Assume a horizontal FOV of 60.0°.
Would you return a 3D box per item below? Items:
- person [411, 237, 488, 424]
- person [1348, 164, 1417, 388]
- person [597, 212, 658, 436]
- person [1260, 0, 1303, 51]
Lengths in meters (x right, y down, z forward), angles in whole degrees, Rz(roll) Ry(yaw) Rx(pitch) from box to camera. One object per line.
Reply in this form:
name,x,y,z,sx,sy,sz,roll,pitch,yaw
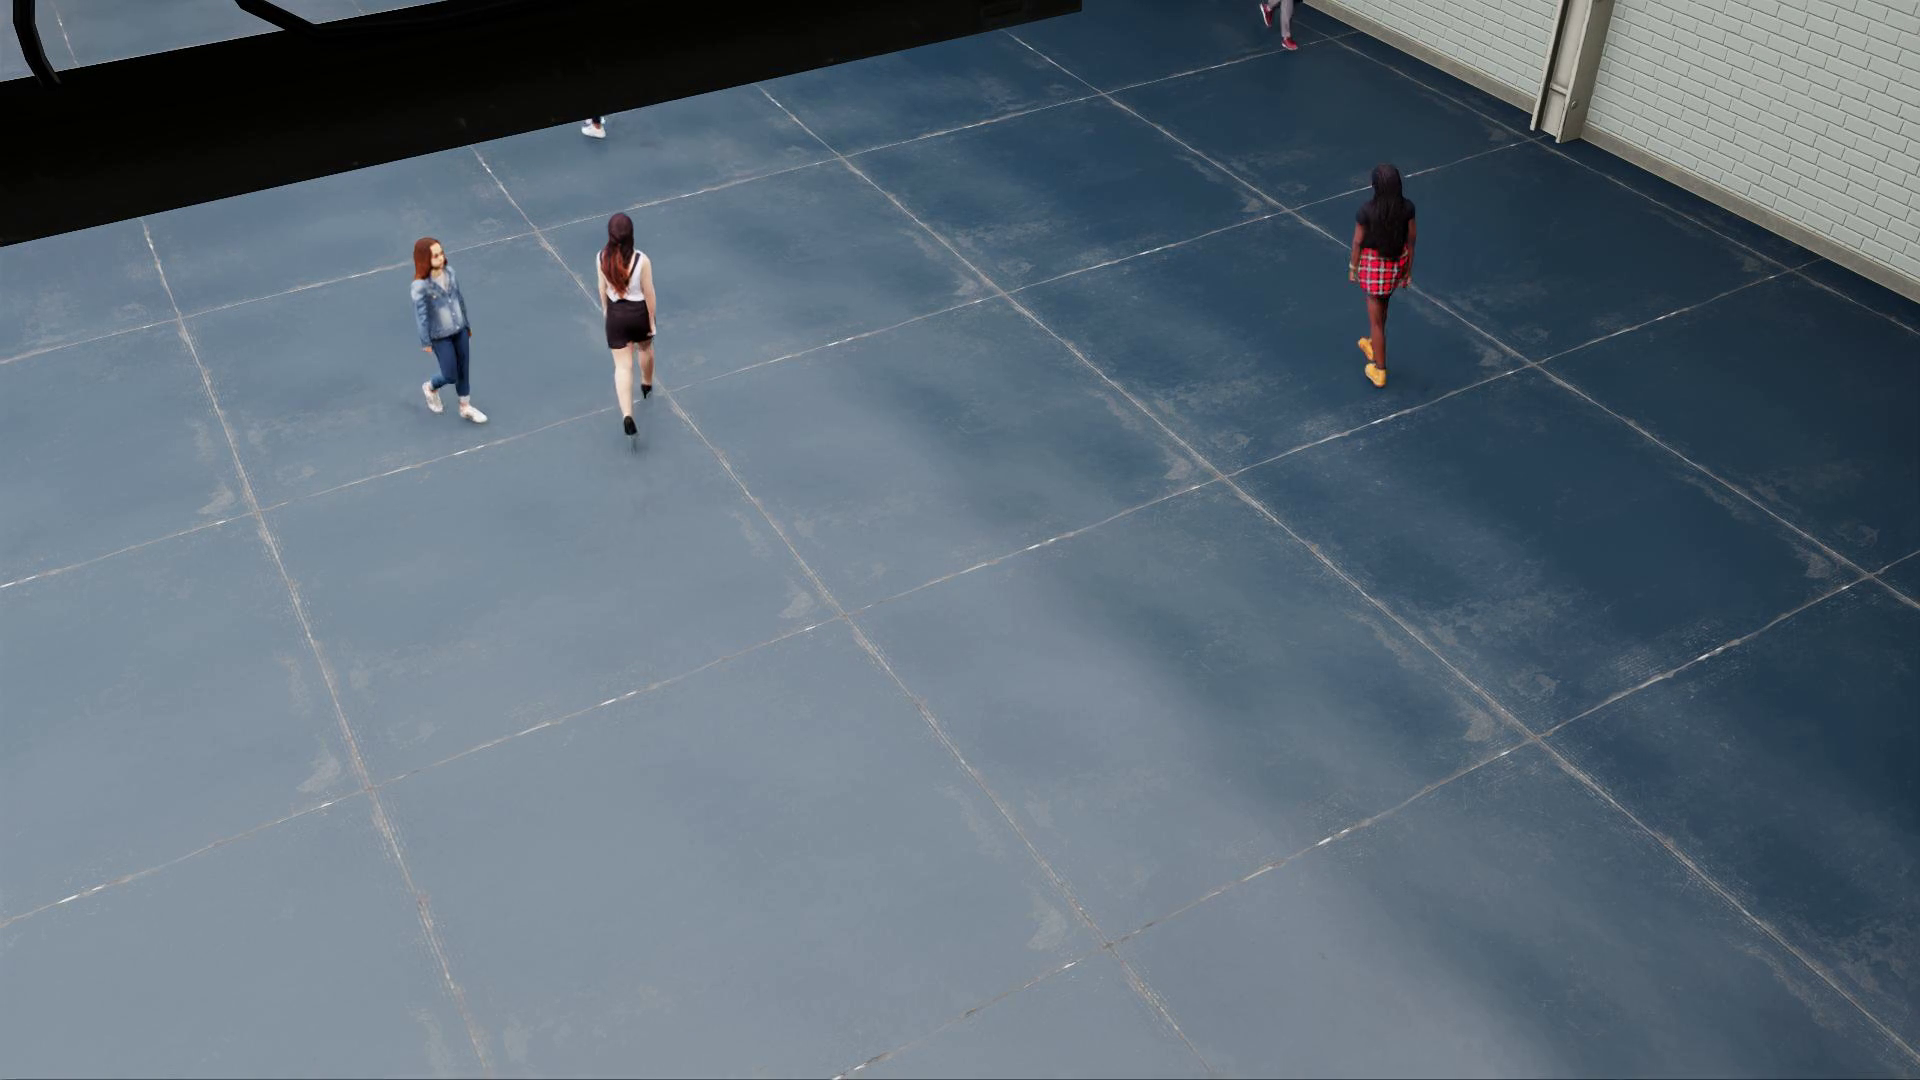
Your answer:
person,-3.731,-1.504,11.915,0.835,1.468,0.750,18,42,22
person,3.150,-1.935,12.283,0.739,1.693,0.885,-3,38,-4
person,-2.359,-1.495,11.788,0.889,1.611,1.160,-3,38,-4
person,3.476,-6.115,17.607,0.601,1.715,0.934,-19,42,-23
